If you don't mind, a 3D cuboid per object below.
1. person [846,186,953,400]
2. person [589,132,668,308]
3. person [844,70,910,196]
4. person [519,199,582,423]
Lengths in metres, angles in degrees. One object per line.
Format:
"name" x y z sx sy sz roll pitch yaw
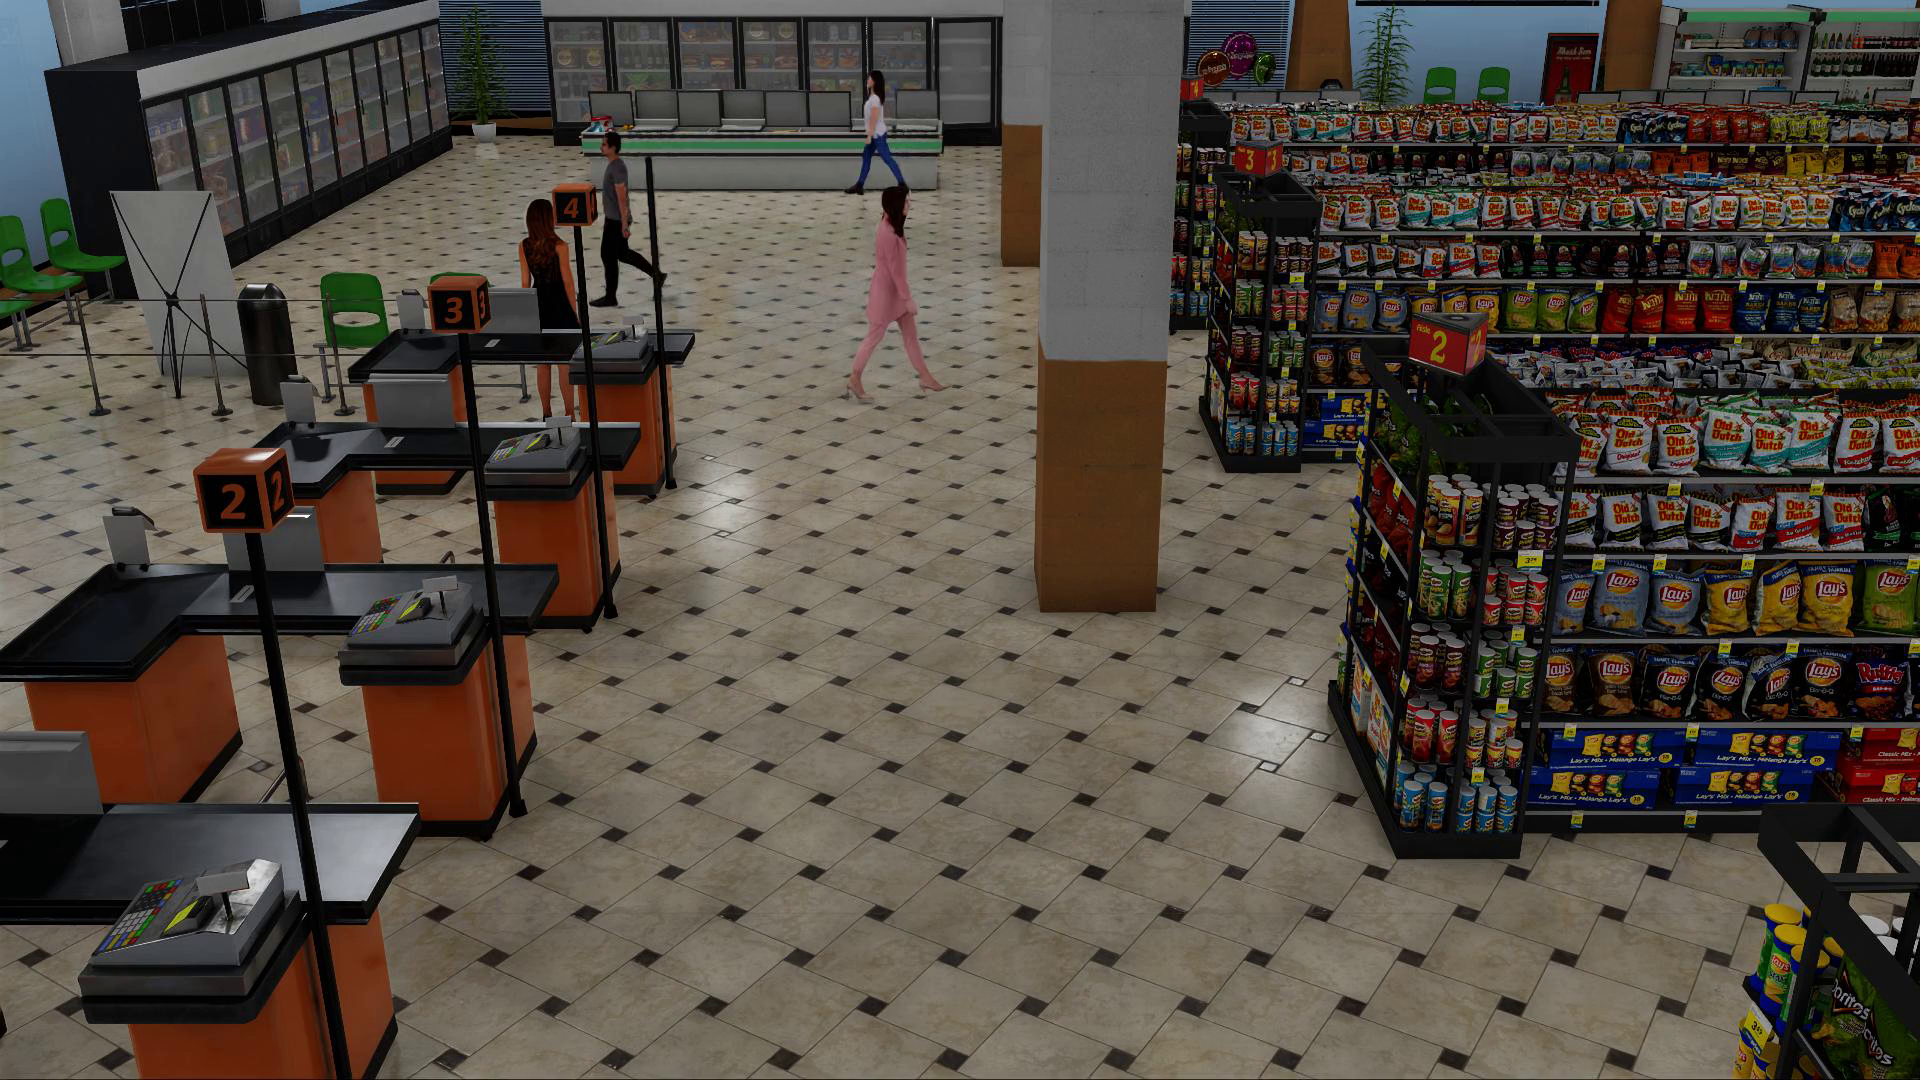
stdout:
"person" -0.685 -1.956 13.560 1.136 1.751 0.728 3 22 8
"person" -3.355 -3.215 16.721 1.096 1.730 0.770 -5 22 -13
"person" -1.008 -5.359 22.178 1.094 1.639 0.617 1 22 2
"person" -3.158 -1.712 12.839 0.507 1.835 0.667 3 22 8
